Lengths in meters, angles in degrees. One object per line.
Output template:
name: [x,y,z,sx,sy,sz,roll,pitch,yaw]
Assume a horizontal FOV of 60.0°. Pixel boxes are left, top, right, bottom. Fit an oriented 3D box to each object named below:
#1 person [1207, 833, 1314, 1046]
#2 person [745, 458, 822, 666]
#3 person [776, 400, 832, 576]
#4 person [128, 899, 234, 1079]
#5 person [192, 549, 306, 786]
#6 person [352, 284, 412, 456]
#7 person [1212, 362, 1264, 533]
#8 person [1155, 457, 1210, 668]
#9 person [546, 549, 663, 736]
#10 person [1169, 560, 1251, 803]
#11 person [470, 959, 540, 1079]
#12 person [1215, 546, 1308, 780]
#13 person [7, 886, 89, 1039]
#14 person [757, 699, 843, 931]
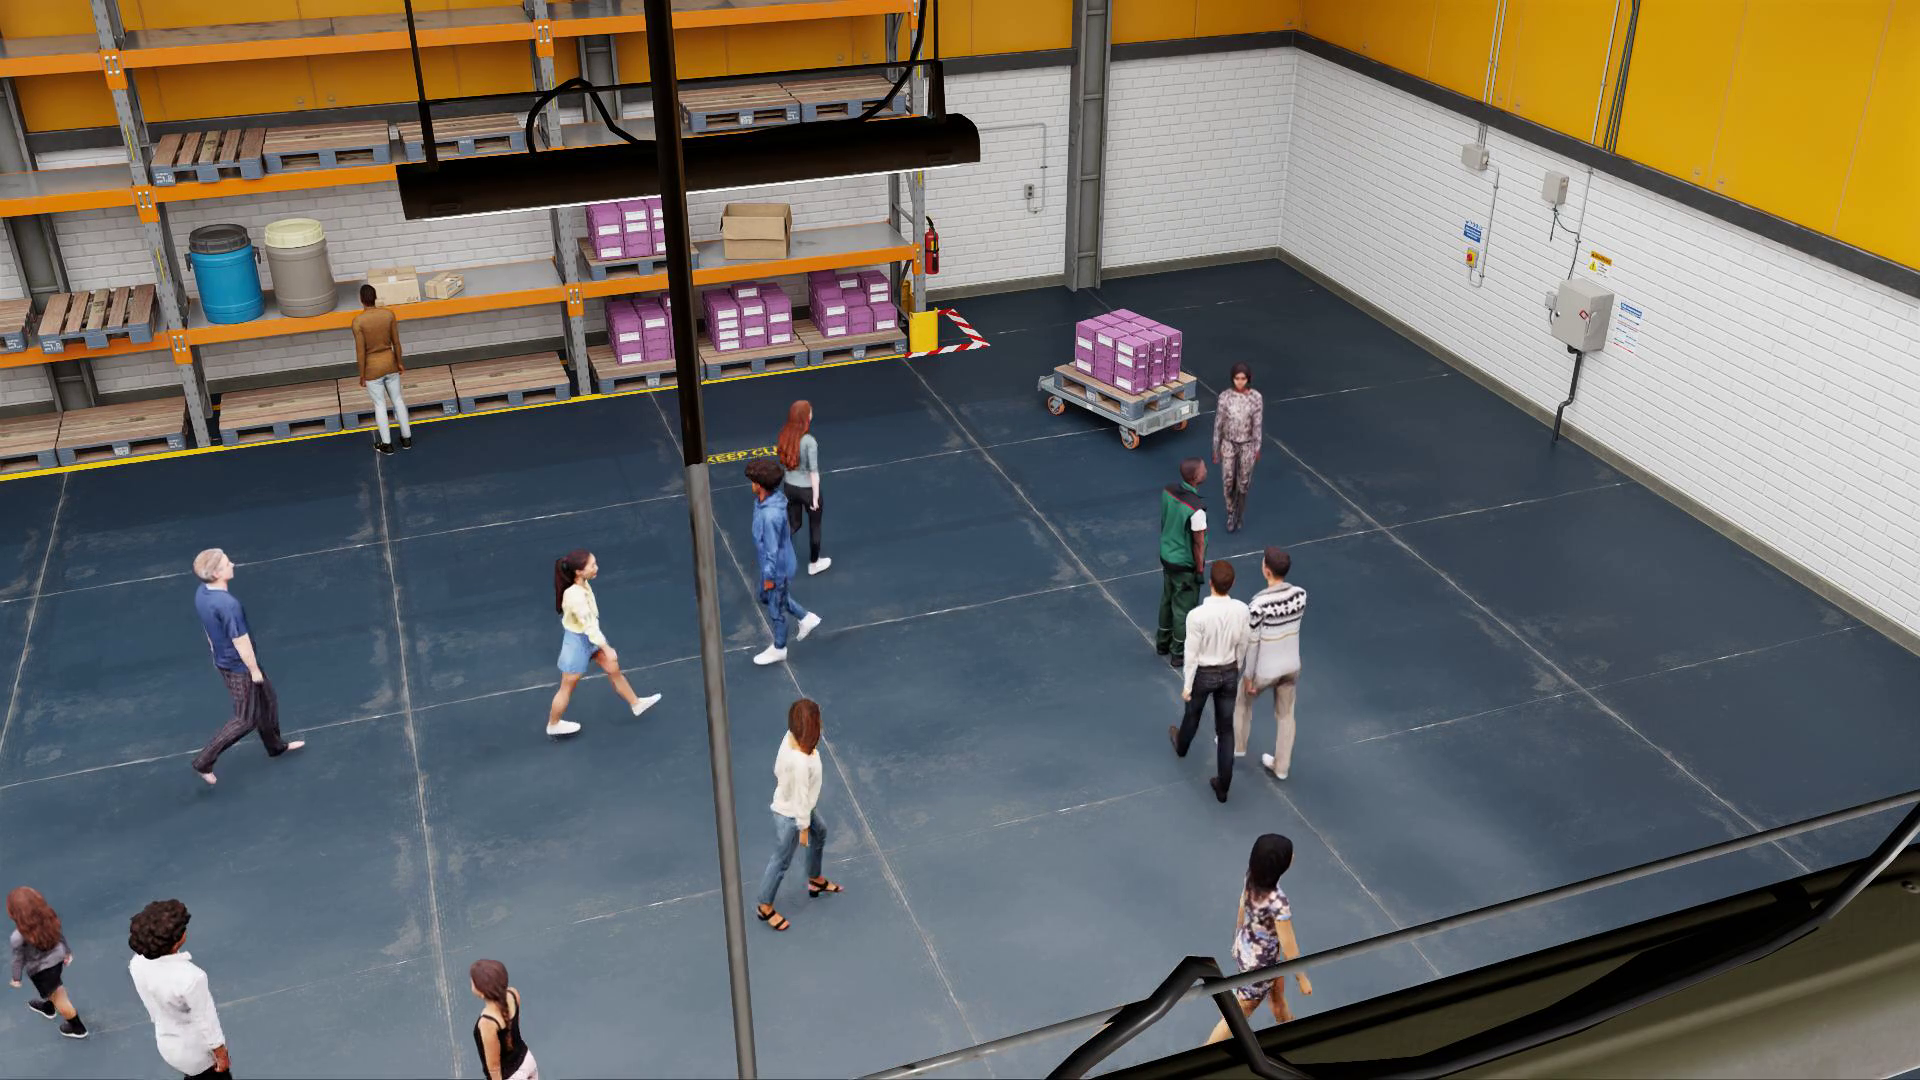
person: [1.624,2.442,9.520,1.132,1.686,0.759,-4,29,-7]
person: [-1.426,0.167,13.579,0.849,1.793,0.723,-9,30,-16]
person: [-1.459,-0.388,14.670,0.928,1.723,1.074,20,34,32]
person: [-4.187,2.709,8.912,0.883,1.800,0.940,12,31,21]
person: [-5.341,0.946,12.097,1.149,1.845,0.895,-22,36,-35]
person: [-5.949,-1.763,17.094,0.618,1.817,0.772,-23,36,-36]
person: [2.617,-0.889,15.607,0.730,1.706,0.798,9,30,16]
person: [1.812,0.160,13.545,0.620,1.837,0.710,-14,32,-24]
person: [-2.952,0.831,12.591,1.158,1.574,0.728,-7,29,-13]
person: [1.859,1.047,11.925,1.064,1.832,0.819,-6,29,-12]
person: [-2.345,2.880,8.888,1.061,1.523,0.940,9,30,17]
person: [2.328,0.954,12.096,0.784,1.831,0.736,-10,30,-17]
person: [-5.443,2.543,9.961,0.763,1.087,0.658,6,29,10]
person: [-1.136,1.760,10.811,0.881,1.648,0.788,0,29,0]
